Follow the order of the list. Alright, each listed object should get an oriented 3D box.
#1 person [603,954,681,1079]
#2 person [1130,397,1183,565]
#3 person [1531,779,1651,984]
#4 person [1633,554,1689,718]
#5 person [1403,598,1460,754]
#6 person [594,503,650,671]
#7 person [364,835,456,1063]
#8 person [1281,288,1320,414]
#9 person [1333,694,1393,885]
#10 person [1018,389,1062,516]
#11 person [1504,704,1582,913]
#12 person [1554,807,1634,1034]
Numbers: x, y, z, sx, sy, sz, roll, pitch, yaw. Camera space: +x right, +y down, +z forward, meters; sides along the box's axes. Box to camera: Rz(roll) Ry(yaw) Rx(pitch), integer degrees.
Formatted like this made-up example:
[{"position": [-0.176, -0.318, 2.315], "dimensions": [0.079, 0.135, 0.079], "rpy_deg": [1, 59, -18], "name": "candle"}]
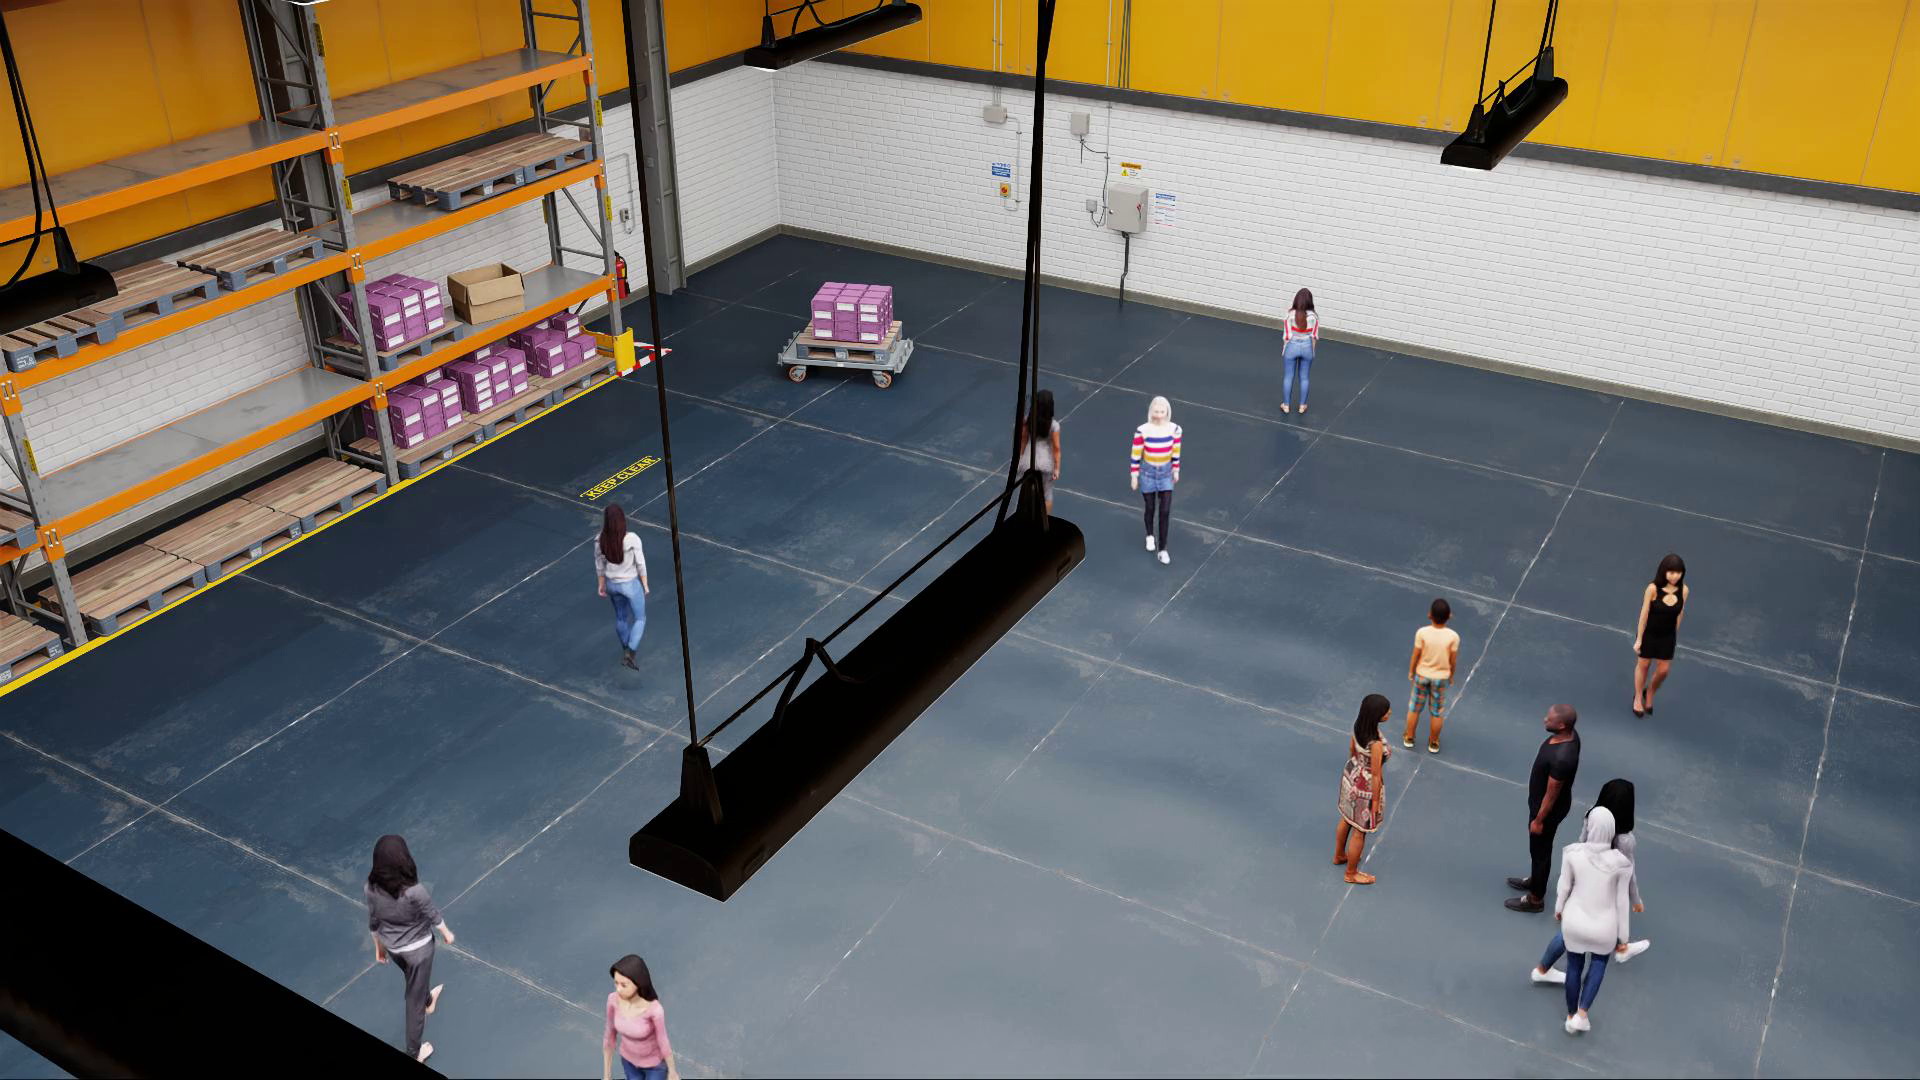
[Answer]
[{"position": [-1.899, 3.199, 10.285], "dimensions": [0.629, 1.726, 0.771], "rpy_deg": [13, 31, 23], "name": "person"}, {"position": [2.042, -0.700, 17.369], "dimensions": [0.936, 1.787, 1.056], "rpy_deg": [0, 29, 0], "name": "person"}, {"position": [4.377, 2.457, 11.685], "dimensions": [1.149, 1.687, 1.165], "rpy_deg": [-4, 29, -7], "name": "person"}, {"position": [6.138, 0.821, 14.740], "dimensions": [0.654, 1.636, 0.678], "rpy_deg": [3, 29, 5], "name": "person"}, {"position": [4.061, 1.167, 14.287], "dimensions": [0.571, 1.461, 0.560], "rpy_deg": [8, 30, 14], "name": "person"}, {"position": [-3.140, 0.467, 15.415], "dimensions": [0.775, 1.609, 0.925], "rpy_deg": [7, 29, 12], "name": "person"}, {"position": [-3.700, 2.780, 11.042], "dimensions": [0.821, 1.736, 1.053], "rpy_deg": [6, 29, 10], "name": "person"}, {"position": [4.197, -2.352, 20.579], "dimensions": [0.654, 1.614, 0.641], "rpy_deg": [3, 29, 5], "name": "person"}, {"position": [3.094, 1.882, 12.785], "dimensions": [0.779, 1.644, 0.695], "rpy_deg": [-5, 29, -9], "name": "person"}, {"position": [0.801, -0.735, 17.454], "dimensions": [0.745, 1.767, 0.925], "rpy_deg": [8, 30, 14], "name": "person"}, {"position": [4.389, 1.984, 12.415], "dimensions": [0.756, 1.820, 0.549], "rpy_deg": [11, 30, 19], "name": "person"}, {"position": [4.226, 2.651, 11.260], "dimensions": [0.712, 1.754, 0.690], "rpy_deg": [21, 35, 34], "name": "person"}]
